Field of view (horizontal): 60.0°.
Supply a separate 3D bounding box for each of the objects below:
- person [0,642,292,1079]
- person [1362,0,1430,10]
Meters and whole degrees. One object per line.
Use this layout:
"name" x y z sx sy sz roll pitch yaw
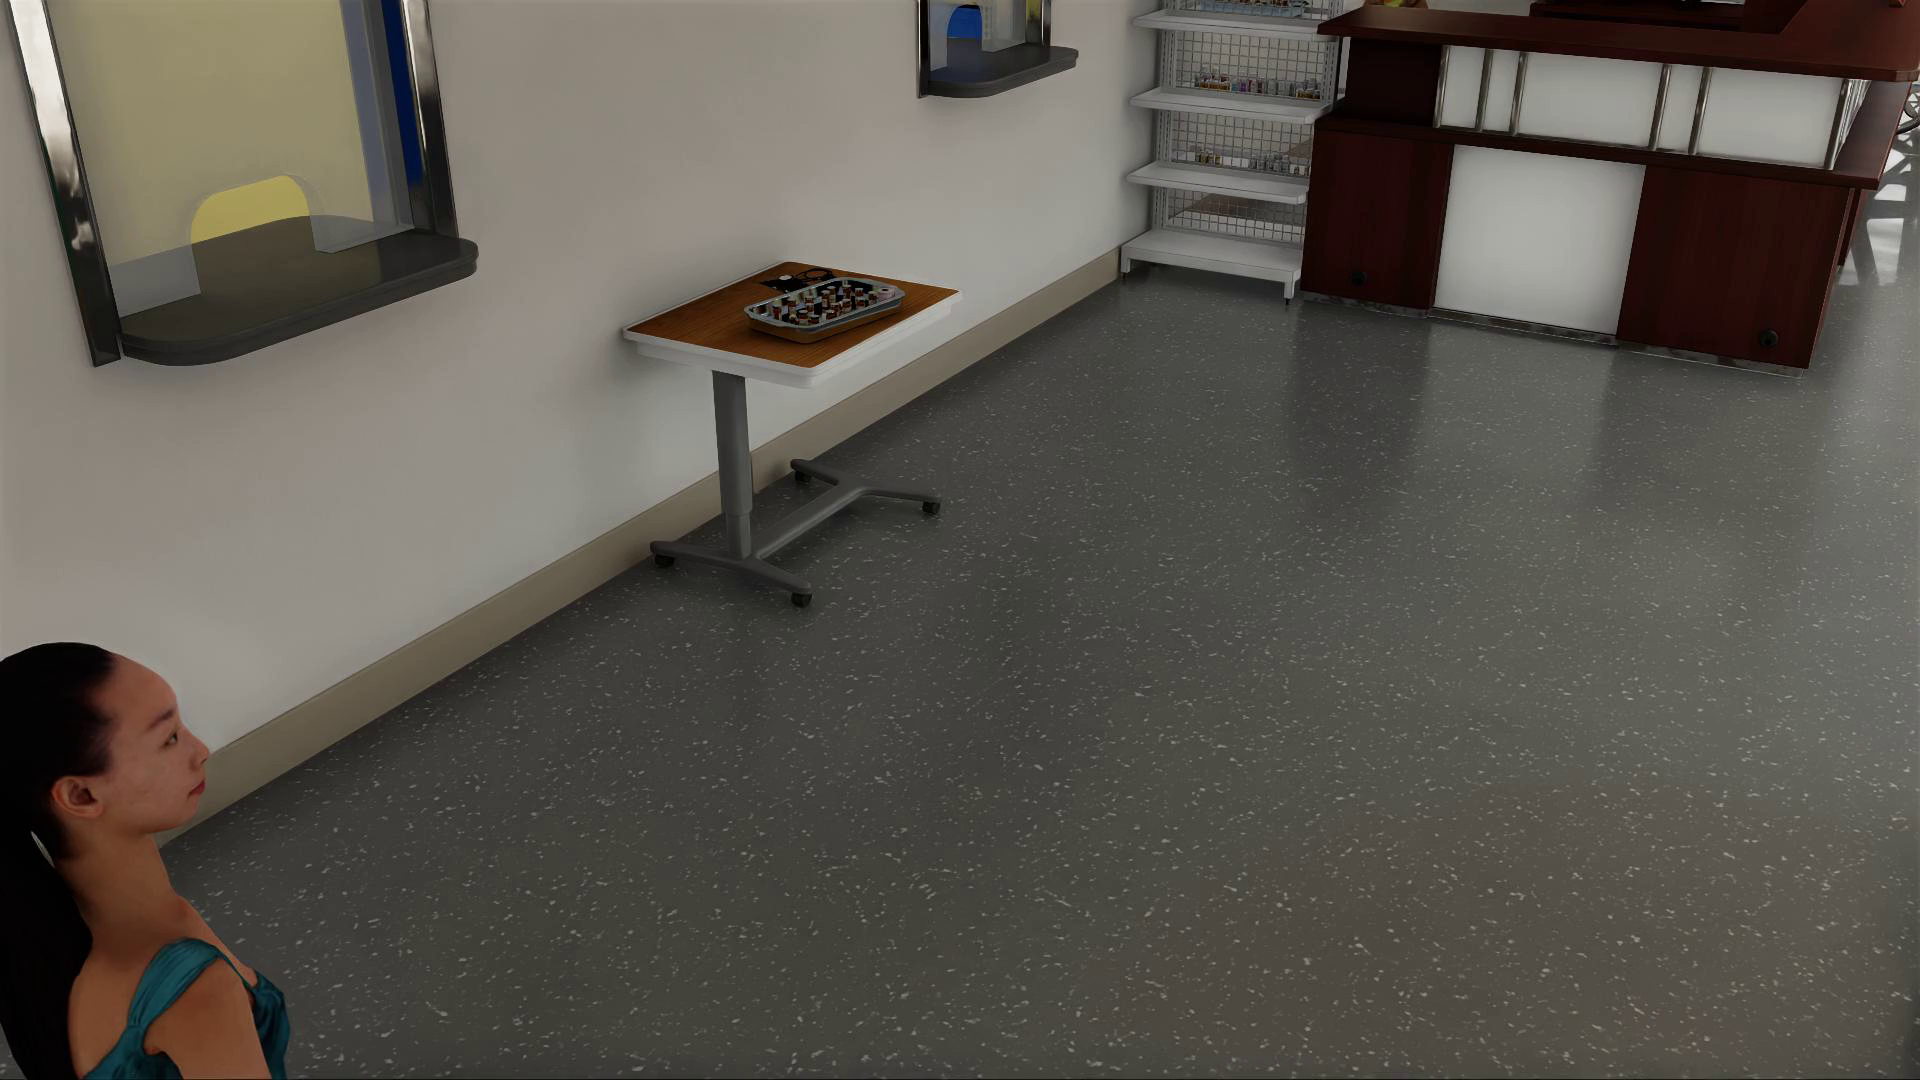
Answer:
"person" -0.871 0.877 1.958 0.446 1.686 0.620 18 31 33
"person" 2.457 -2.651 9.541 0.520 1.455 0.659 11 28 22
